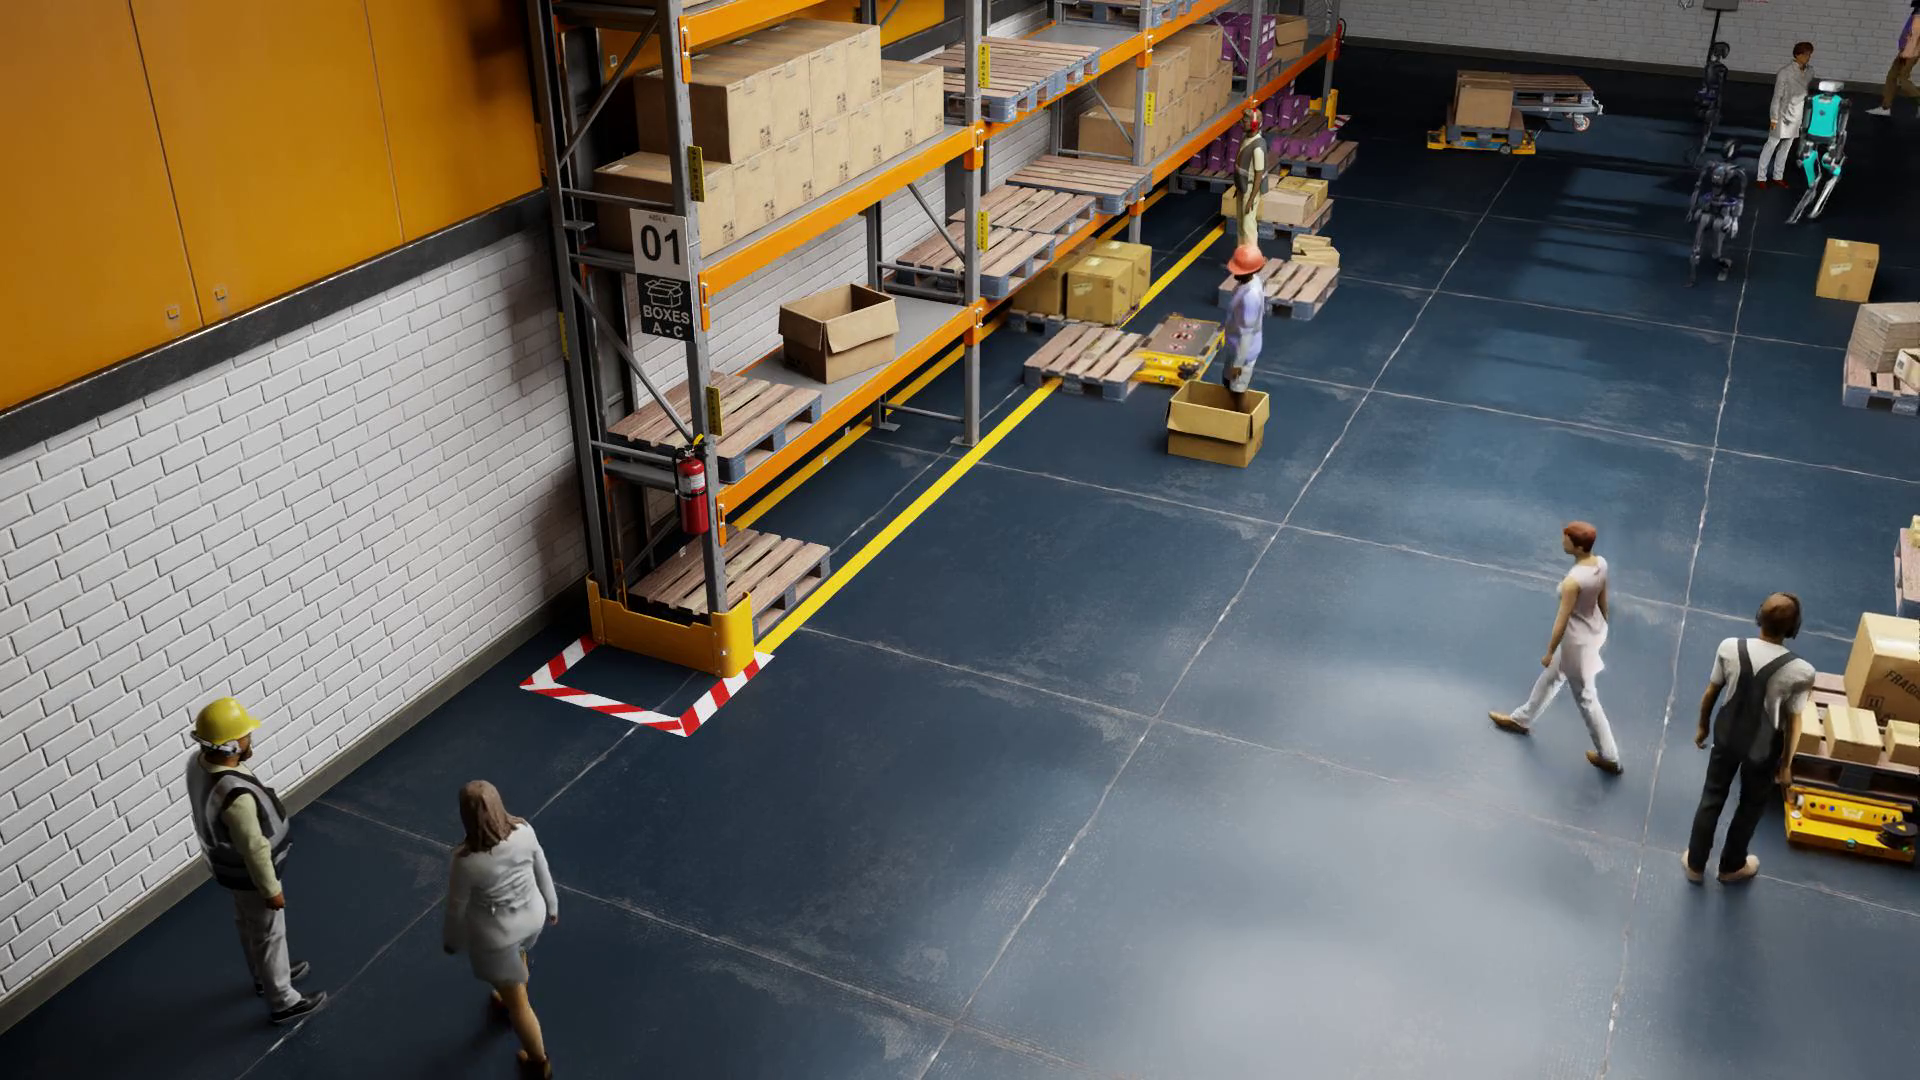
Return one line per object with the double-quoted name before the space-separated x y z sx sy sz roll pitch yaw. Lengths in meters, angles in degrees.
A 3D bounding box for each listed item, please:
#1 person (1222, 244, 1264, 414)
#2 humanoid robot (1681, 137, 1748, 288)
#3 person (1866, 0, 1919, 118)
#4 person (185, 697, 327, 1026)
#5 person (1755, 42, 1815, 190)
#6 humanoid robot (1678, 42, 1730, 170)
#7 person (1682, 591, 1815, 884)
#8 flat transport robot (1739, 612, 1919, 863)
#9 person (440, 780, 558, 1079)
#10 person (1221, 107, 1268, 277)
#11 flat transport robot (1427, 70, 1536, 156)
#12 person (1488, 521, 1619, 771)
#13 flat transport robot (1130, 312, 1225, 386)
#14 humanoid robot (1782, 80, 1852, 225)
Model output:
"person" 2.353 -1.623 14.034 0.359 1.891 0.664 1 28 2
"humanoid robot" 8.105 -3.517 17.776 0.561 1.632 0.615 -20 34 -33
"person" 13.835 -7.077 24.128 0.731 1.900 0.537 12 31 22
"person" -3.482 1.574 8.176 0.403 1.825 0.589 -22 35 -35
"person" 10.457 -5.357 21.014 0.503 1.836 0.366 -6 29 -12
"humanoid robot" 9.758 -5.676 21.774 0.390 1.651 0.600 -1 28 -2
"person" 4.295 1.100 9.045 0.428 1.832 0.551 -24 36 -36
"flat transport robot" 5.347 1.406 10.121 0.659 0.231 1.431 9 30 16
"person" -2.241 1.803 7.931 0.759 1.627 0.526 23 36 35
"person" 3.134 -3.771 18.059 0.391 1.846 0.563 -3 29 -6
"flat transport robot" 7.204 -5.533 22.987 1.431 0.231 0.659 7 29 13
"person" 3.778 0.626 10.152 0.856 1.606 0.451 22 35 35
"flat transport robot" 2.146 -1.851 16.160 0.659 0.231 1.431 10 30 19
"humanoid robot" 10.173 -4.563 19.616 0.965 1.734 0.557 -23 36 -36
